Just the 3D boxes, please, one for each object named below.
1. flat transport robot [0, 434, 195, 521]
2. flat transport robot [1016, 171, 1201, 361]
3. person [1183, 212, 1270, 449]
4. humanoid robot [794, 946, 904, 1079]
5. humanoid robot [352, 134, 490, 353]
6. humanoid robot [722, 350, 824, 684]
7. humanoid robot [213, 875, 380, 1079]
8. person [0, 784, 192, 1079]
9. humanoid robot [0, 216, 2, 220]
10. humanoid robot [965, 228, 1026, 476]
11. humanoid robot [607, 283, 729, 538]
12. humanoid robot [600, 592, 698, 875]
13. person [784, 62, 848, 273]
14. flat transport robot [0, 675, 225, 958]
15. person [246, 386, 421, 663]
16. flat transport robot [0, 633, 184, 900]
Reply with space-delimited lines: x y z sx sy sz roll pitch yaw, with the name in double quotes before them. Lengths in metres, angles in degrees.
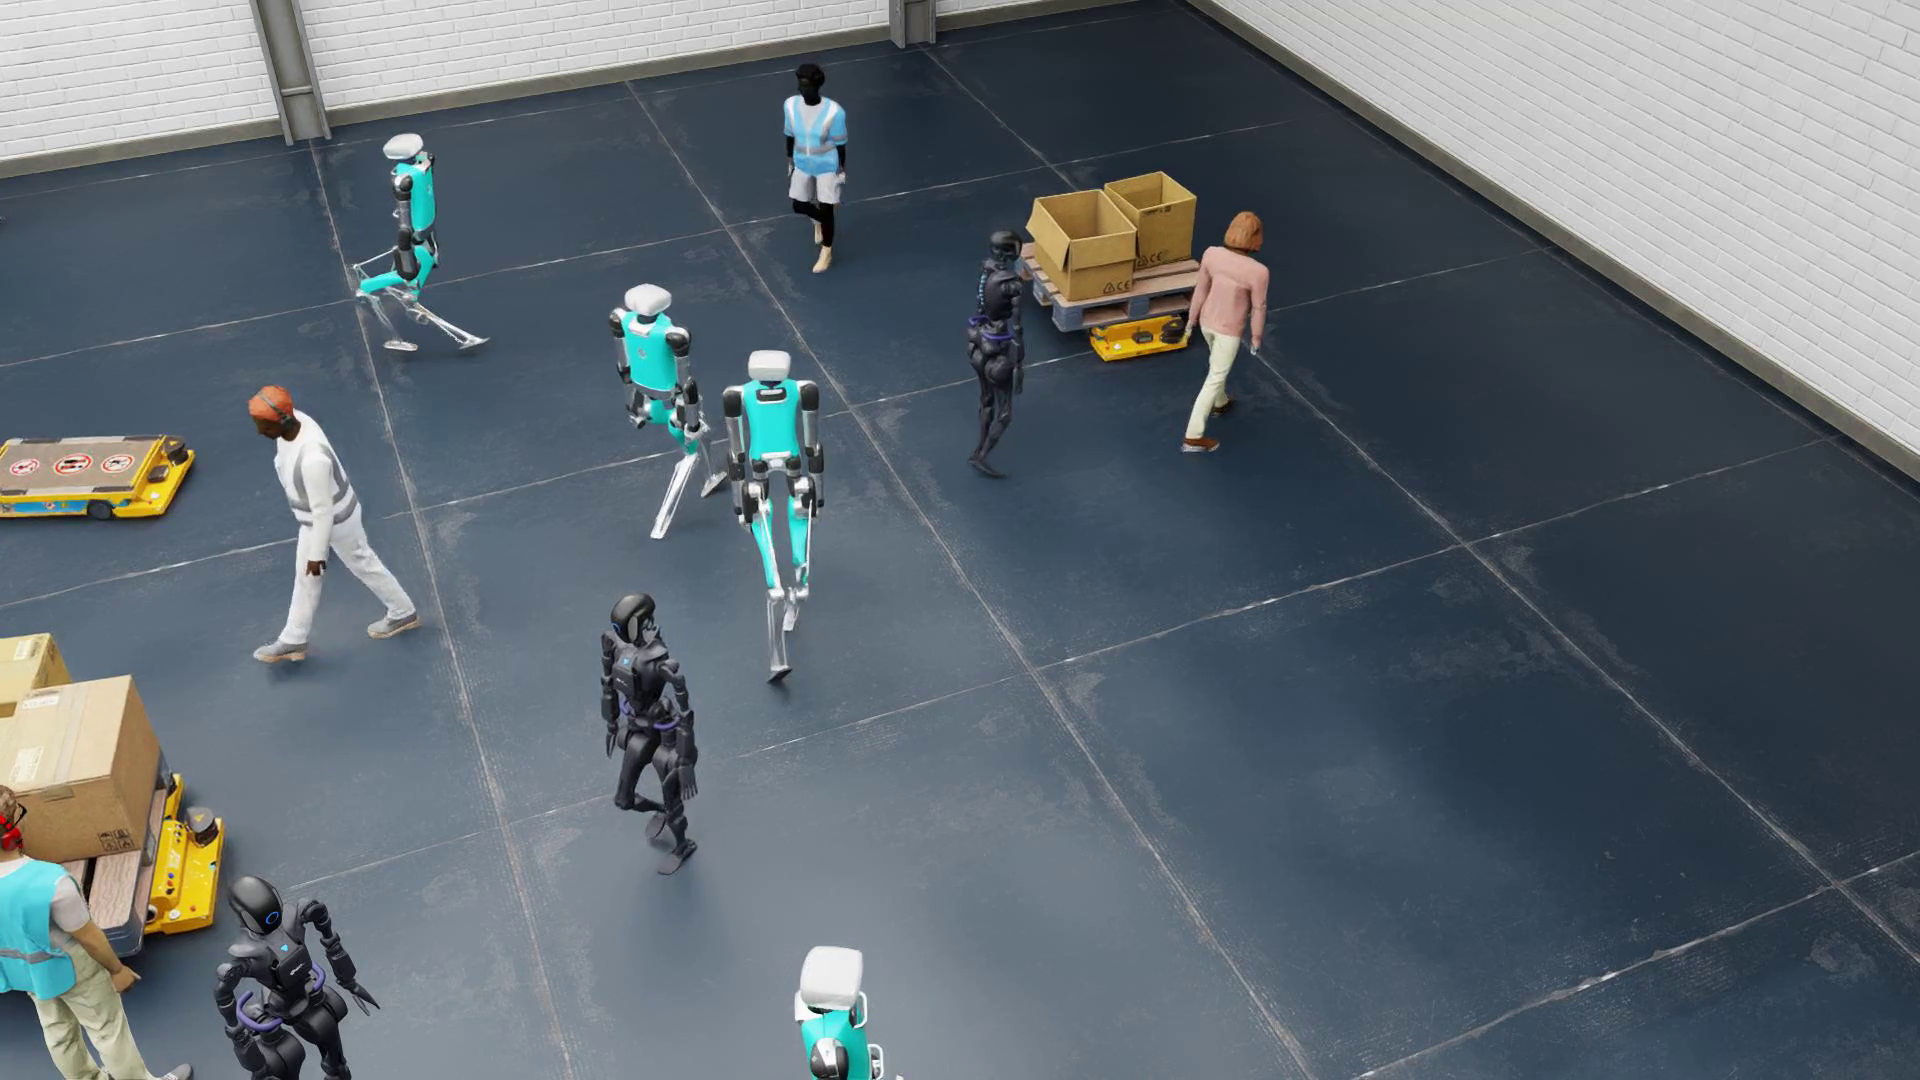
"flat transport robot" -5.808 -0.393 10.785 1.431 0.231 0.659 -2 38 -3
"flat transport robot" 1.136 -1.821 12.643 0.659 0.231 1.431 -11 39 -14
"person" 1.743 -1.389 11.006 0.515 1.581 0.734 31 47 34
"humanoid robot" -0.188 2.214 6.280 0.783 1.891 0.546 -3 38 -4
"humanoid robot" -3.944 -2.006 11.688 1.005 1.742 0.544 4 38 5
"humanoid robot" -0.967 -0.057 9.144 0.534 1.750 1.029 -6 38 -8
"humanoid robot" -2.626 1.913 6.616 0.315 1.657 0.599 20 42 24
"person" -3.659 1.724 6.734 0.564 1.847 0.388 7 38 8
"humanoid robot" -8.089 -3.205 13.301 0.555 1.855 0.741 2 38 3
"humanoid robot" 0.184 -1.215 10.705 0.462 1.646 0.591 -17 41 -21
"humanoid robot" -1.687 -0.902 10.276 0.560 1.760 0.911 16 40 20
"humanoid robot" -1.449 0.940 7.896 0.585 1.652 0.355 22 42 26
"person" -1.095 -2.919 12.914 0.536 1.683 0.444 13 39 16
"flat transport robot" -4.364 1.706 8.053 1.431 0.231 0.659 -9 38 -11
"person" -3.554 -0.084 9.095 0.960 1.827 0.642 -24 44 -28
"flat transport robot" -4.708 1.501 8.320 1.431 0.231 0.659 -7 38 -9
